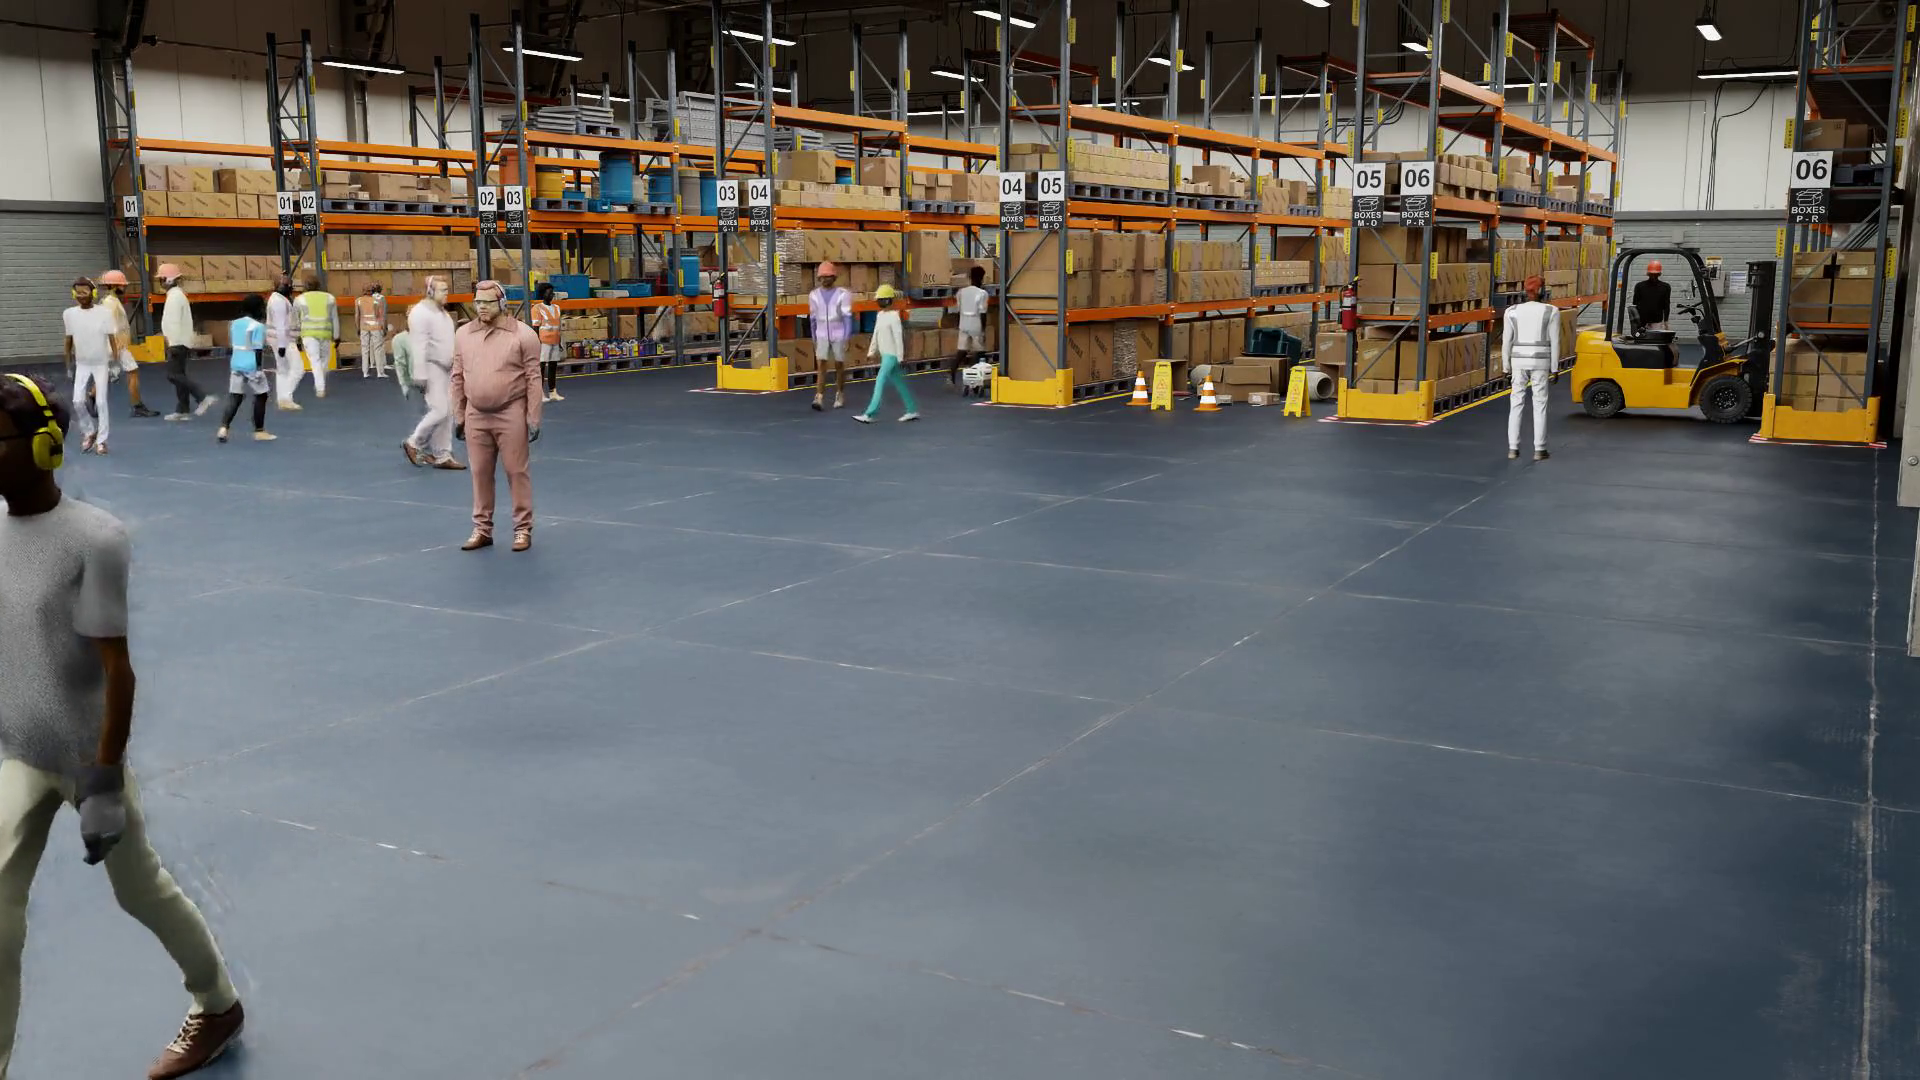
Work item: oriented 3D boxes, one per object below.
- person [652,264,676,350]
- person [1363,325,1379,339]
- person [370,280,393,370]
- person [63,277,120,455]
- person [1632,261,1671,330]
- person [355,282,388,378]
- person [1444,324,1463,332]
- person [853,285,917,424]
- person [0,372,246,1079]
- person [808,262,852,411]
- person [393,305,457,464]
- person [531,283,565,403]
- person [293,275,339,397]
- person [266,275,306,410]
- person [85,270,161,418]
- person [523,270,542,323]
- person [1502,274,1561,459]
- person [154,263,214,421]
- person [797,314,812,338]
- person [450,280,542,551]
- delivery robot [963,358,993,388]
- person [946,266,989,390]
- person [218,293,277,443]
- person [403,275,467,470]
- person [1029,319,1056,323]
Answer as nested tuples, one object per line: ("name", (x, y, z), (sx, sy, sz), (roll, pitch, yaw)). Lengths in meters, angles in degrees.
("person", (-6.537, -5.116, 36.643), (0.656, 1.879, 1.045), (8, 13, 39))
("person", (9.061, -5.080, 36.523), (0.509, 1.860, 0.333), (2, 10, 13))
("person", (-10.673, -3.934, 30.470), (0.514, 1.631, 0.318), (7, 12, 34))
("person", (-9.087, -1.820, 17.432), (0.548, 1.859, 0.407), (-3, 10, -15))
("person", (11.810, -3.772, 28.462), (0.610, 1.993, 0.380), (3, 10, 18))
("person", (-10.014, -3.565, 28.286), (0.523, 1.639, 0.308), (0, 10, 2))
("person", (9.963, -4.565, 33.531), (0.571, 1.845, 0.382), (1, 10, 8))
("person", (-0.912, -2.306, 20.699), (0.929, 1.717, 0.528), (-4, 11, -23))
("person", (-2.100, 0.511, 3.903), (0.540, 1.823, 0.971), (4, 10, 21))
("person", (-1.751, -2.731, 22.388), (0.631, 1.989, 1.044), (2, 10, 10))
("person", (-5.252, -1.516, 16.390), (0.584, 1.594, 0.633), (-7, 12, -34))
("person", (-5.864, -2.806, 23.675), (0.319, 1.696, 0.532), (5, 11, 29))
("person", (-9.564, -3.019, 24.659), (0.649, 1.791, 0.980), (-6, 12, -33))
("person", (-9.037, -2.631, 22.290), (0.453, 1.829, 0.628), (-5, 11, -27))
("person", (-10.837, -2.496, 21.260), (0.905, 1.906, 0.552), (-5, 11, -27))
("person", (-7.703, -4.020, 30.418), (0.602, 1.819, 0.604), (5, 11, 27))
("person", (5.842, -1.765, 17.023), (0.573, 1.887, 0.354), (6, 11, 30))
("person", (-9.795, -2.479, 20.910), (0.519, 1.981, 0.640), (-4, 10, -22))
("person", (-2.712, -3.971, 29.846), (0.390, 1.919, 0.591), (-4, 11, -24))
("person", (-3.271, -0.865, 11.704), (0.652, 1.904, 0.403), (1, 10, 7))
("delivery robot", (0.338, -2.456, 24.686), (0.477, 0.478, 0.707), (5, 11, 28))
("person", (0.140, -3.269, 25.708), (0.629, 1.937, 0.870), (7, 12, 35))
("person", (-7.974, -1.899, 18.460), (0.547, 1.664, 0.610), (6, 11, 30))
("person", (-5.079, -1.607, 16.075), (0.474, 1.891, 0.676), (2, 10, 10))
("person", (1.595, -4.305, 31.851), (0.637, 1.909, 0.916), (6, 11, 30))
